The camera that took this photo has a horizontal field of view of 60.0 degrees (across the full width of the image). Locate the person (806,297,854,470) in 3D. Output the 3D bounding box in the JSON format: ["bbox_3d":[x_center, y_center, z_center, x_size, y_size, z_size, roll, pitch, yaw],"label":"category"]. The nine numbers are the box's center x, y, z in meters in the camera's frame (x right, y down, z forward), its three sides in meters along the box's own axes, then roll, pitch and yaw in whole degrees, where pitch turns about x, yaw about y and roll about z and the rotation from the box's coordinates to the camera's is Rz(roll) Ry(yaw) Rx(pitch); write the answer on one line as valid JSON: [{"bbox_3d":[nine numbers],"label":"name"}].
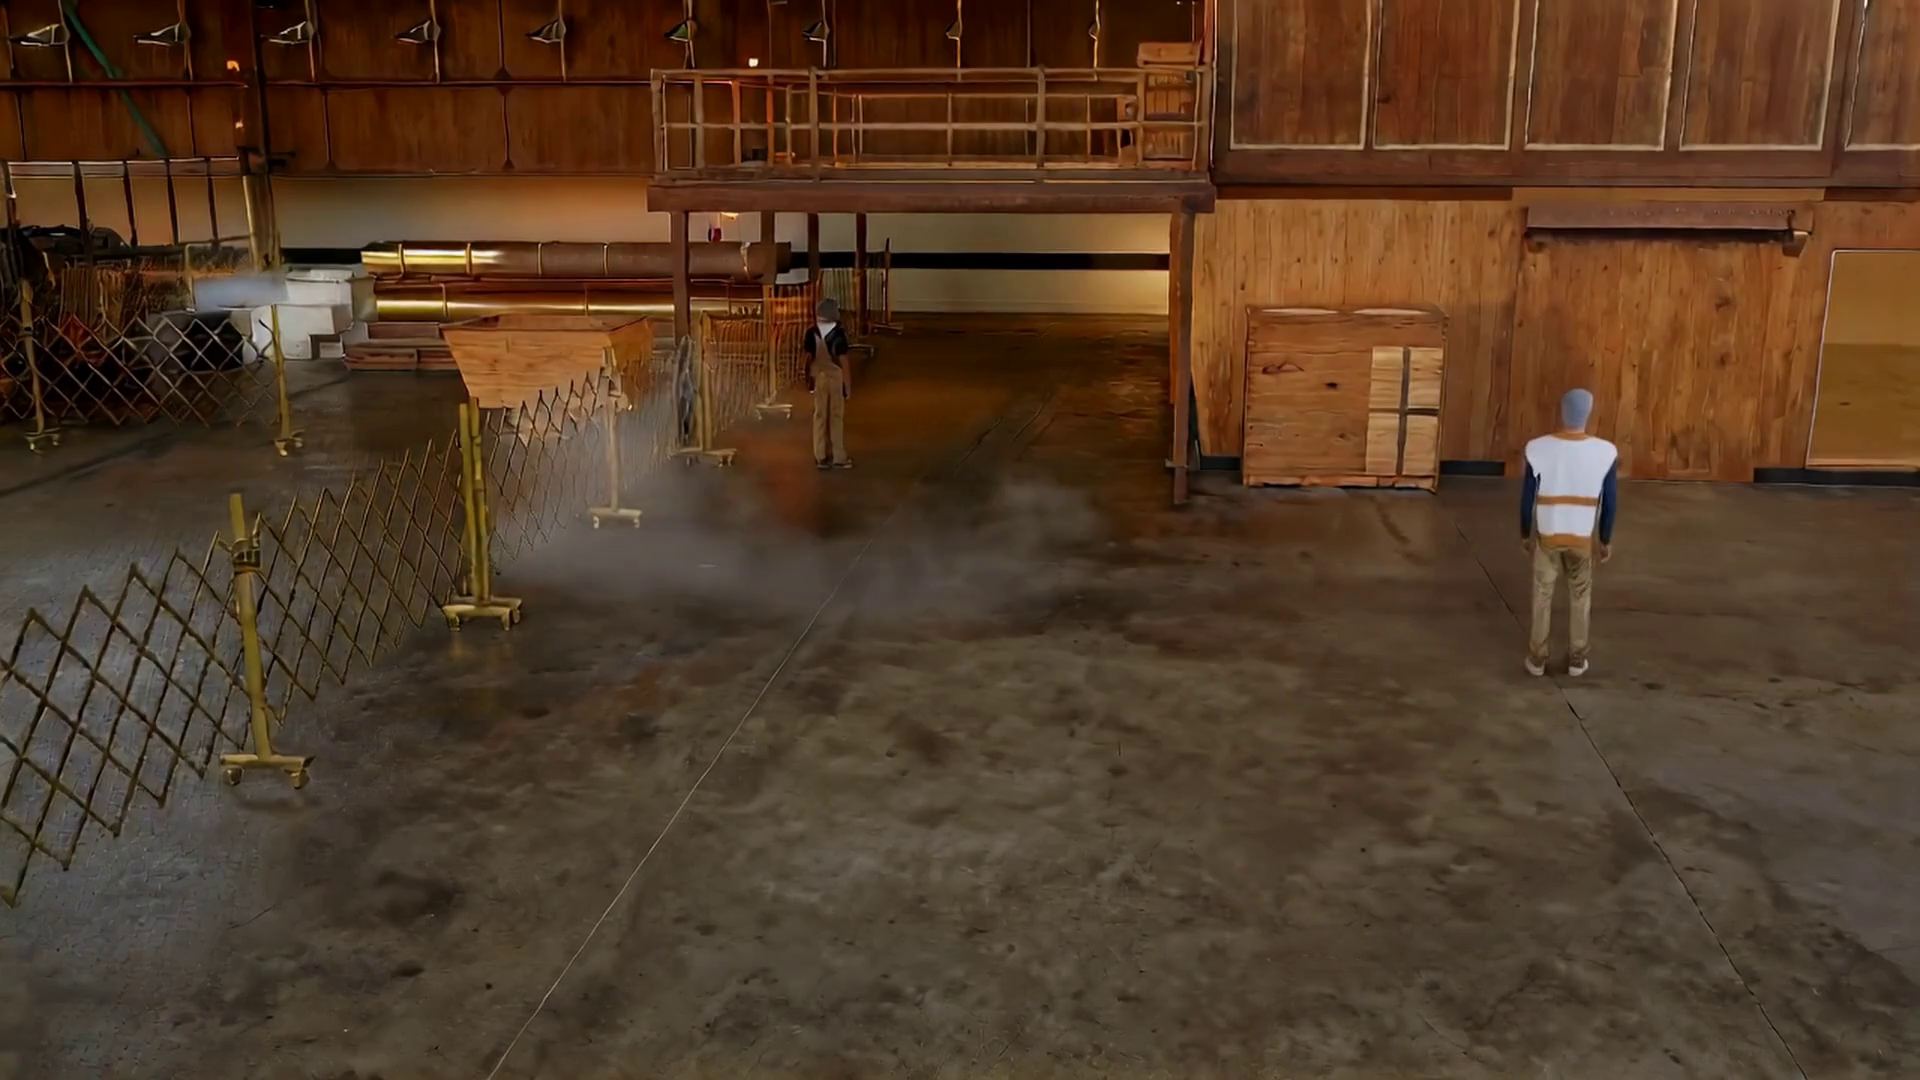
[{"bbox_3d":[-1.400,-1.673,17.796,0.507,1.839,0.340,7,15,27],"label":"person"}]

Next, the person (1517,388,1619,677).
[{"bbox_3d":[3.988,-0.038,10.950,0.597,1.916,0.370,4,14,14],"label":"person"}]
